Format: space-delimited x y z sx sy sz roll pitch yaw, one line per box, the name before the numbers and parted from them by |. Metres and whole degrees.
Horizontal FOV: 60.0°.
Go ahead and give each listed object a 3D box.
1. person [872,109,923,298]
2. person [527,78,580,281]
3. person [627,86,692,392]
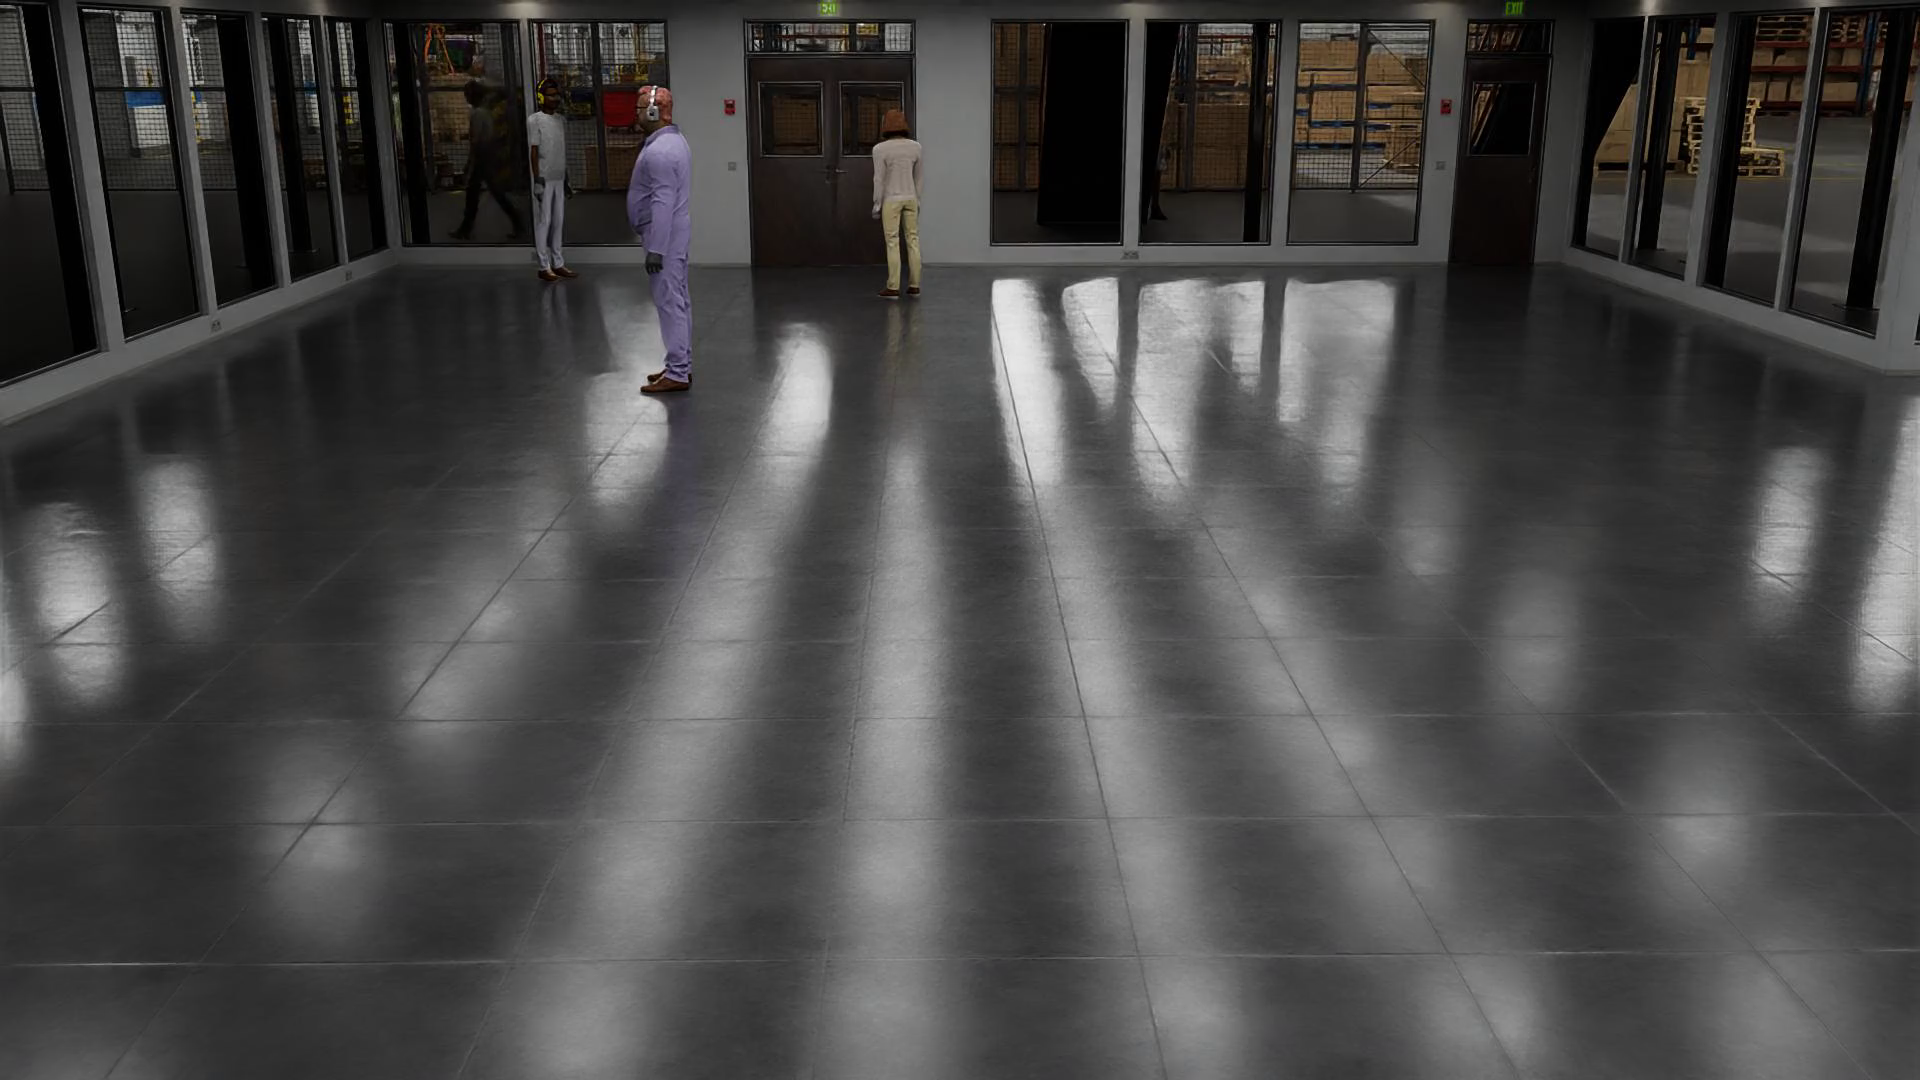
person | -0.549 -2.947 14.608 0.500 1.632 0.286 -10 19 -31
person | -3.852 -3.402 15.748 0.335 1.873 0.519 8 18 24
person | -1.898 -1.897 10.560 0.409 1.909 0.639 0 16 -1
